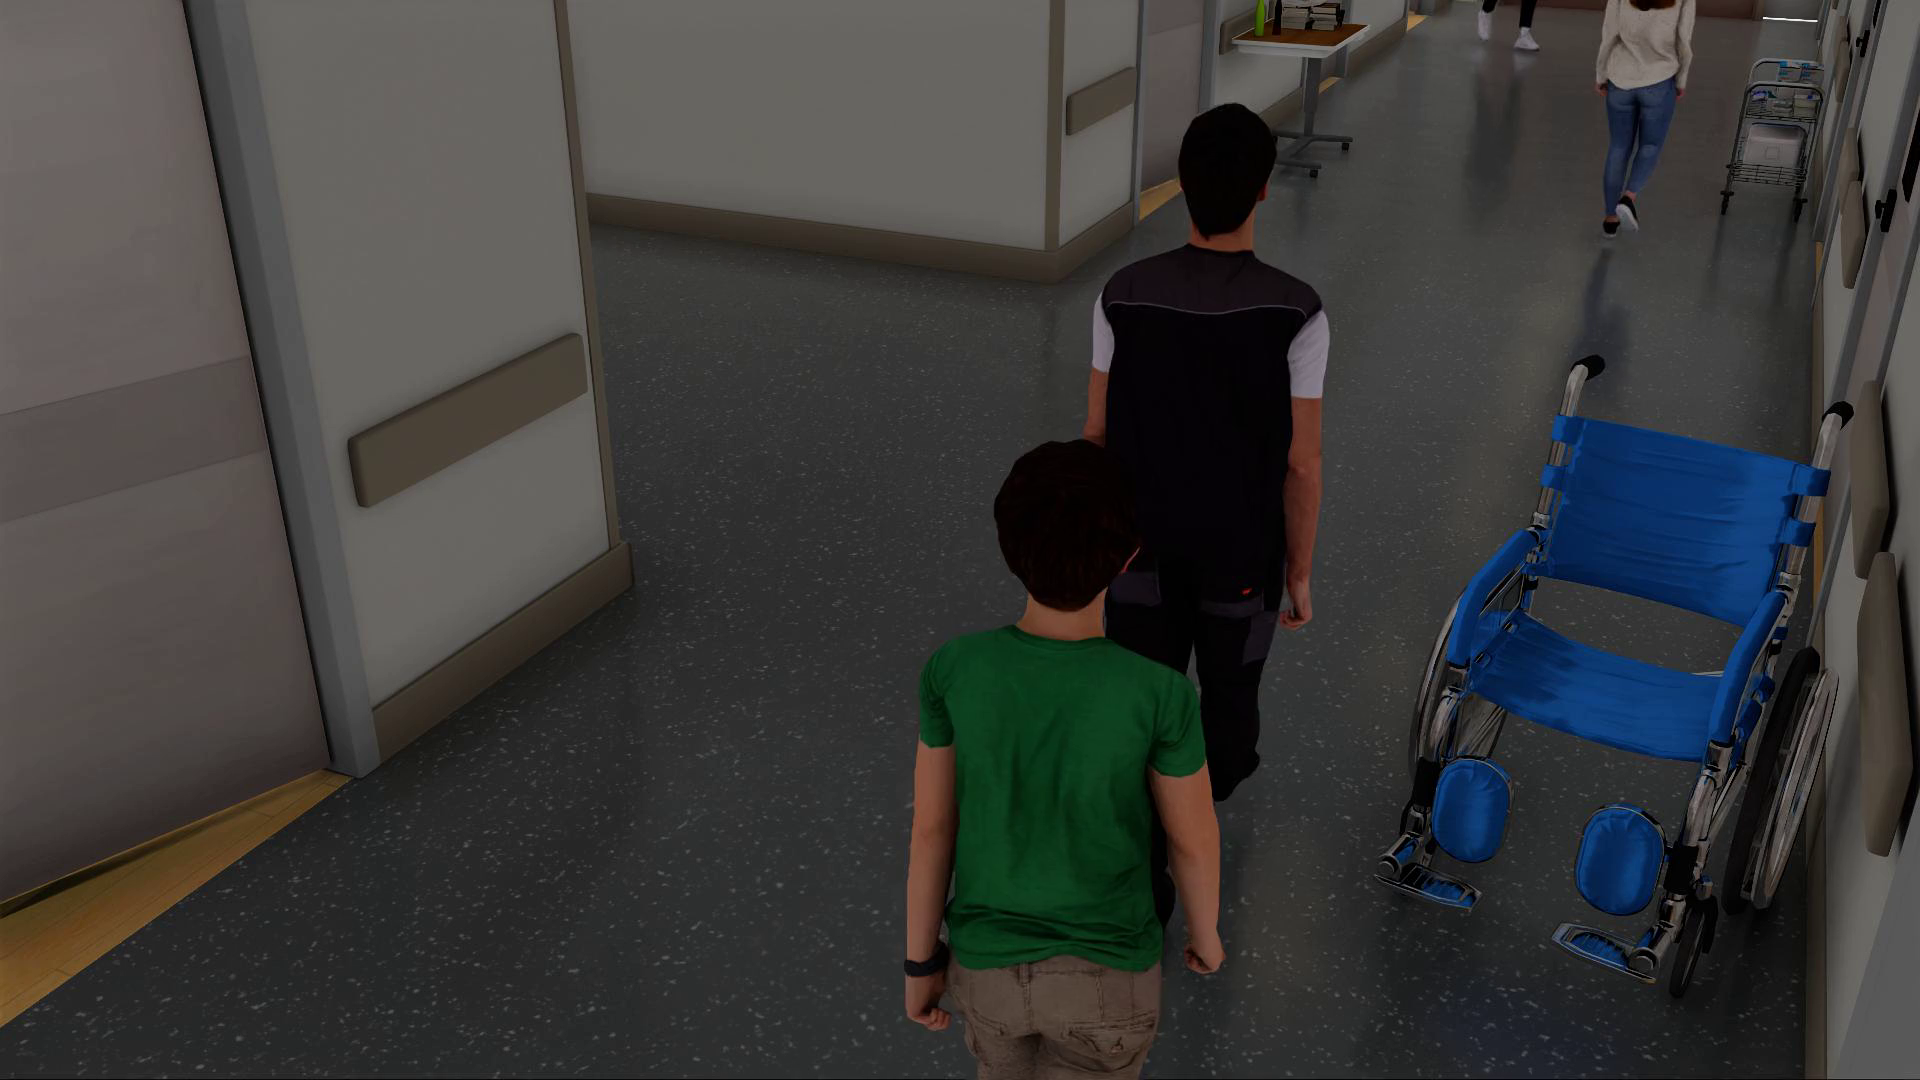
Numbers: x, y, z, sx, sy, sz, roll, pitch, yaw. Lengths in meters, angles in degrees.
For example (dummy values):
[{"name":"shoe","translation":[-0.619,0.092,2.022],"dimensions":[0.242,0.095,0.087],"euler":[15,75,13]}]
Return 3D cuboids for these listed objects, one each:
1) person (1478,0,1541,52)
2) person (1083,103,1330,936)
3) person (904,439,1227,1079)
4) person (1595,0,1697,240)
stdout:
[{"name":"person","translation":[4.811,-5.183,14.373],"dimensions":[1.014,1.803,1.124],"euler":[-6,26,-11]},{"name":"person","translation":[0.469,0.066,3.477],"dimensions":[0.796,1.811,1.166],"euler":[7,27,14]},{"name":"person","translation":[0.116,0.690,2.406],"dimensions":[0.619,1.619,0.991],"euler":[10,28,20]},{"name":"person","translation":[3.562,-2.376,8.696],"dimensions":[0.639,1.678,0.766],"euler":[13,29,25]}]
